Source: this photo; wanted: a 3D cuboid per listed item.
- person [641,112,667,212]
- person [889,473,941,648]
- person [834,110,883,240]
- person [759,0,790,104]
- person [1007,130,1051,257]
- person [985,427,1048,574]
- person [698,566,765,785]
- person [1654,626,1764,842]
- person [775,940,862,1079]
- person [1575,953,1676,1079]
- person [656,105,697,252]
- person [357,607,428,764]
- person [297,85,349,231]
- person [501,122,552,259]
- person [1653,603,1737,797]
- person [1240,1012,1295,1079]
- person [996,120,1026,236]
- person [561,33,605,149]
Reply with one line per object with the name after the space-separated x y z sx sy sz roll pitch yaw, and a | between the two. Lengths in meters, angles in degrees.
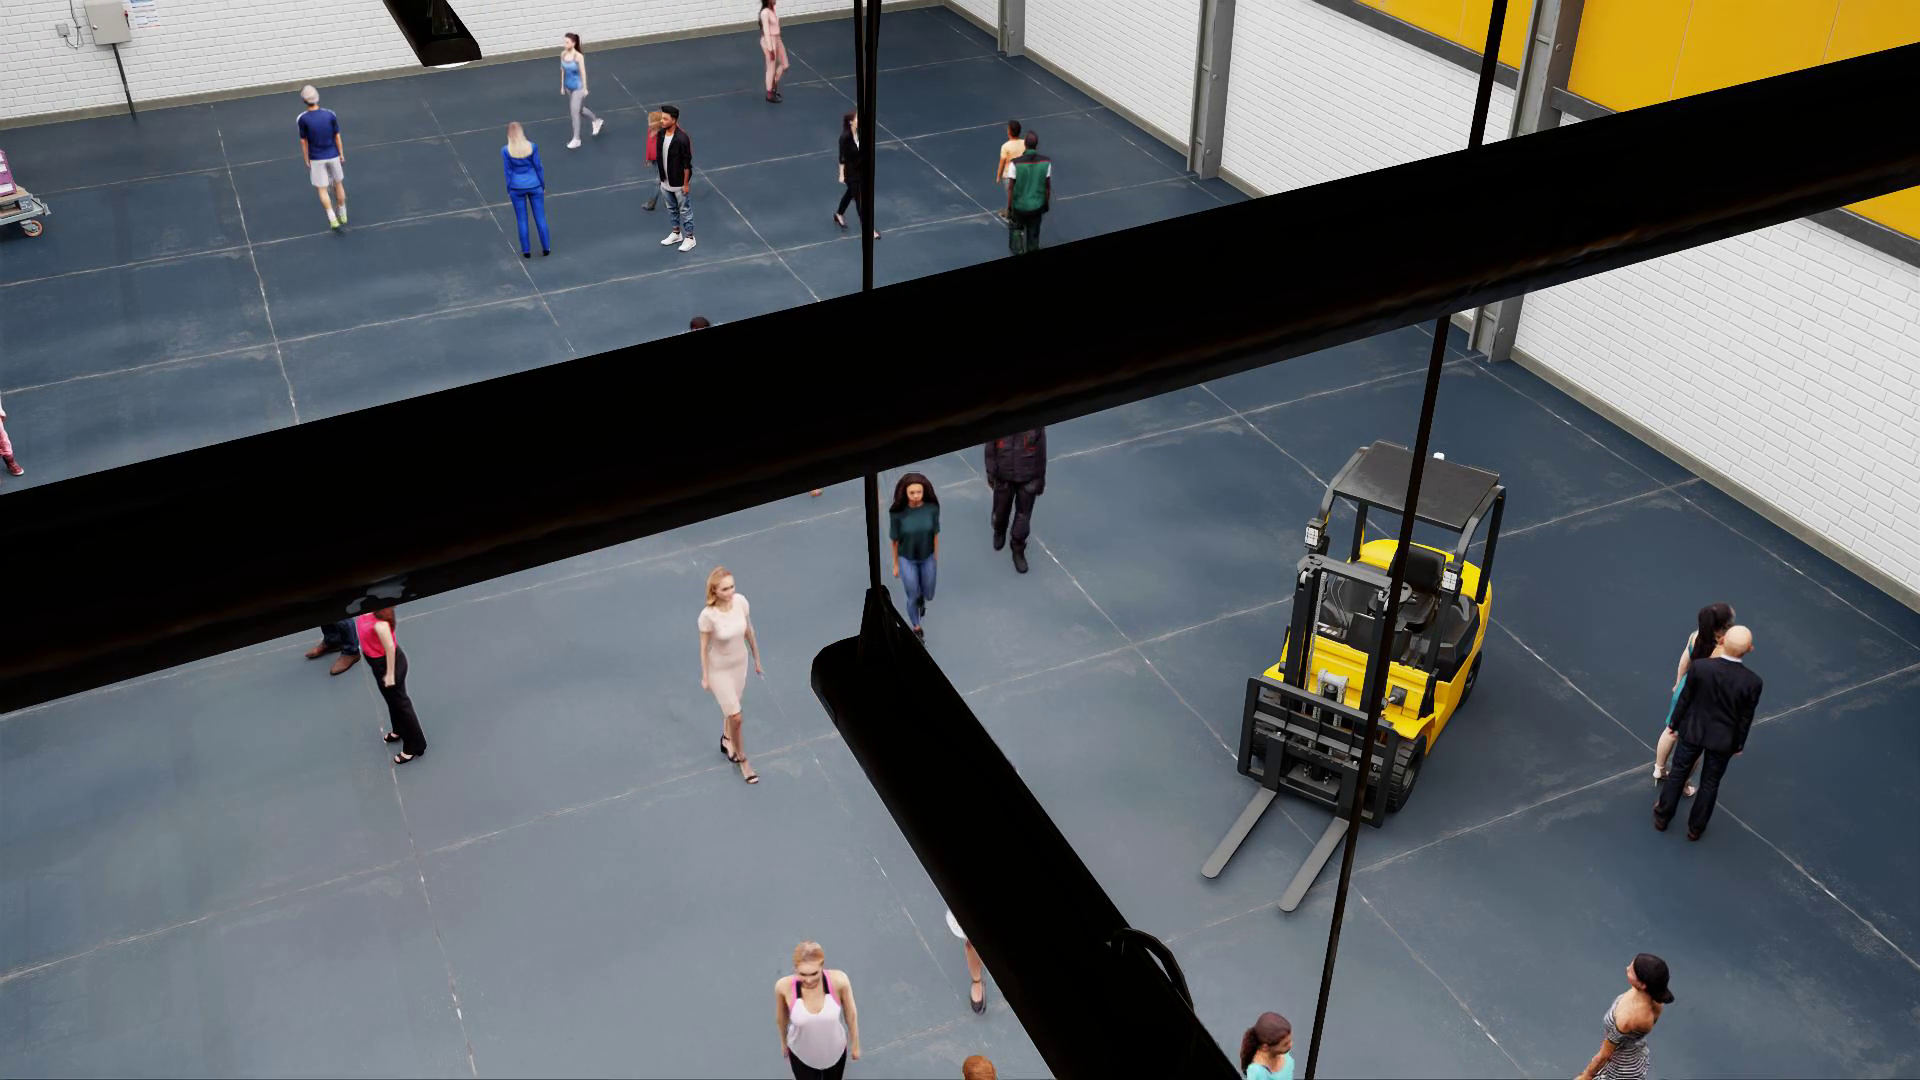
-3.876 -4.970 21.758 0.769 1.285 0.885 -27 42 -34 | person
-0.381 0.118 13.815 0.689 1.604 0.825 -6 34 -9 | person
-1.393 -4.610 20.920 1.155 1.612 0.947 21 39 29 | person
-2.919 -7.448 25.103 0.818 1.710 0.751 10 35 14 | person
0.827 -3.902 19.662 0.774 1.826 0.777 -8 34 -12 | person
0.495 -0.629 14.750 0.851 1.813 0.932 -2 34 -3 | person
-1.779 0.924 12.412 0.726 1.814 0.855 -27 42 -34 | person
5.297 1.368 11.759 0.708 1.799 0.817 20 38 27 | person
-0.814 2.863 9.547 0.826 1.758 1.104 -1 34 -2 | person
3.770 3.014 9.272 0.767 1.809 0.742 24 40 31 | person
-3.514 -4.505 20.580 0.704 1.814 0.841 24 41 32 | person
-4.321 0.943 12.520 0.642 1.663 0.448 -16 37 -23 | person
-8.045 -4.832 21.054 0.687 1.835 0.866 -19 38 -26 | person
-5.309 -4.287 20.356 0.647 1.699 0.587 -9 35 -13 | person
5.393 1.161 12.170 0.655 1.687 0.464 -21 39 -29 | person
1.620 3.156 9.289 0.851 1.554 0.780 13 36 19 | person
0.705 -4.536 20.977 0.550 1.425 0.963 -15 36 -21 | person
-5.428 -6.442 23.701 1.043 1.585 0.933 23 40 31 | person
